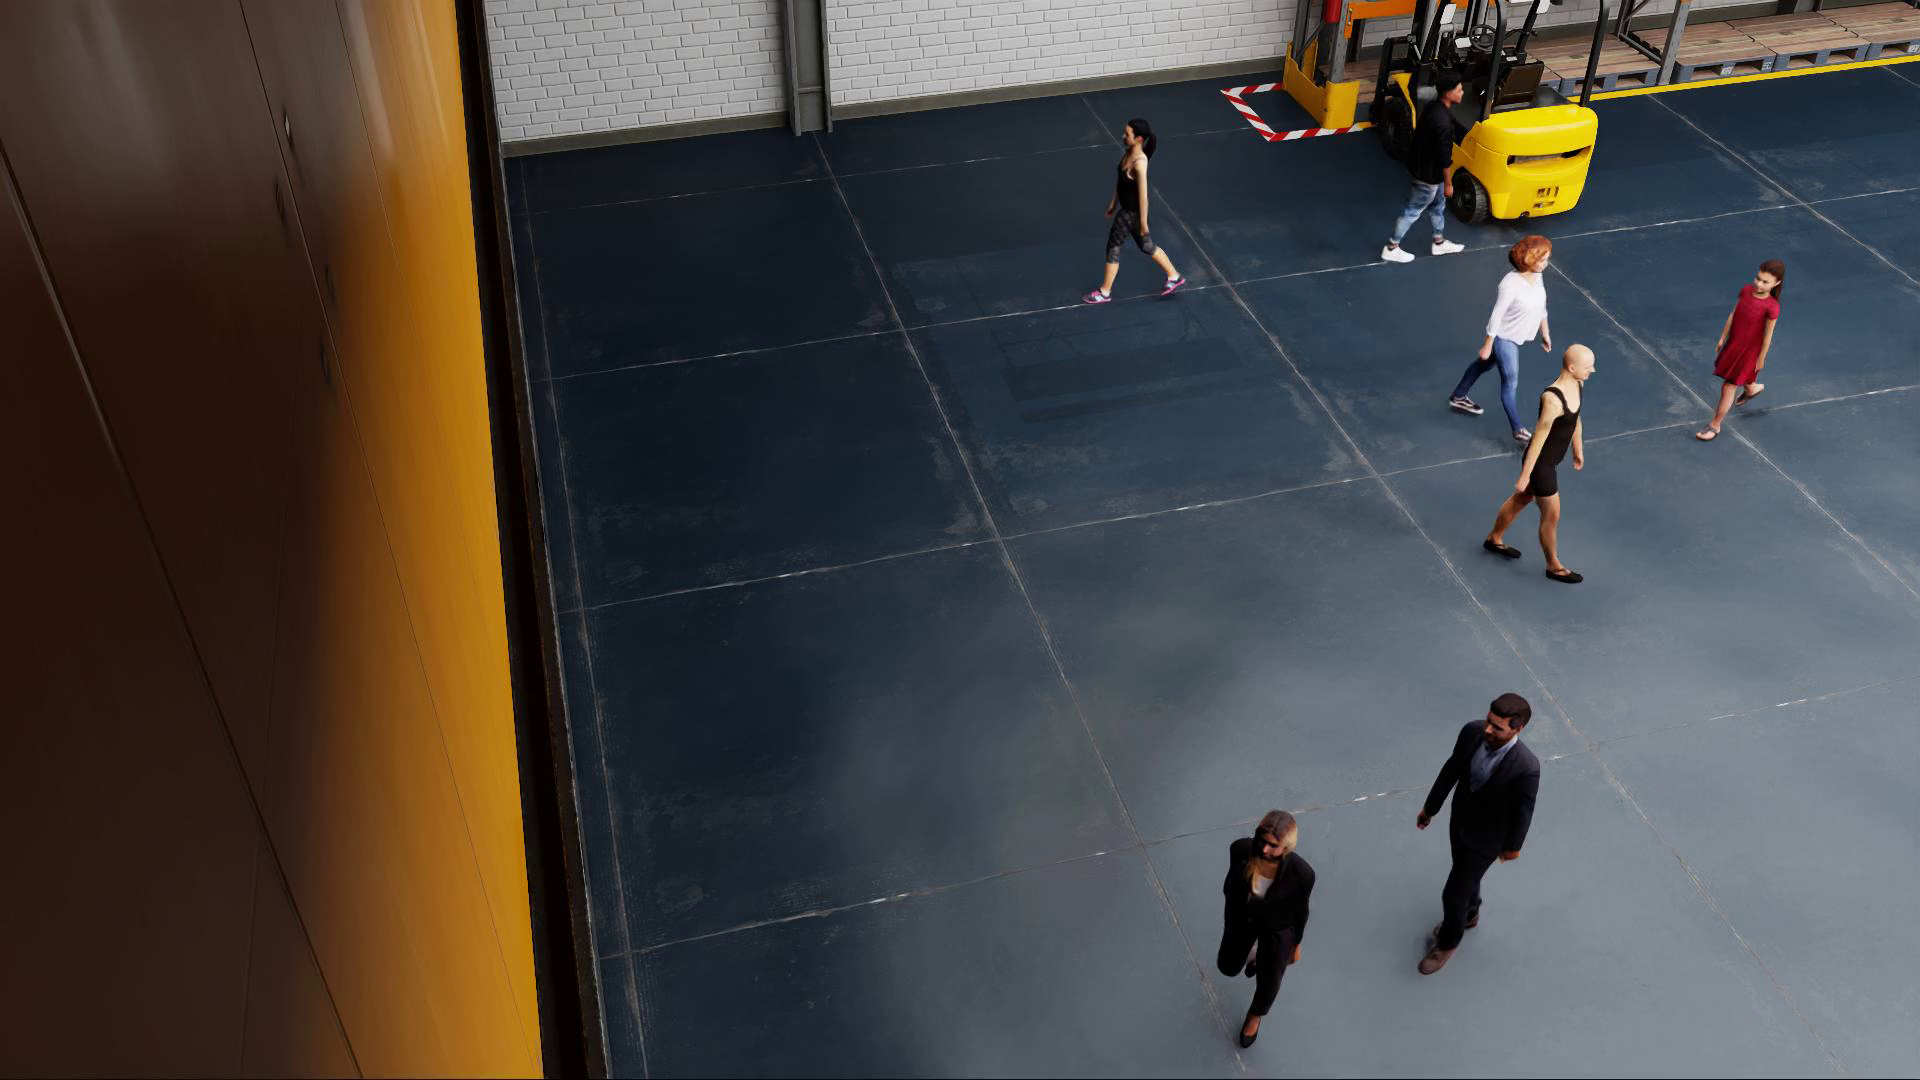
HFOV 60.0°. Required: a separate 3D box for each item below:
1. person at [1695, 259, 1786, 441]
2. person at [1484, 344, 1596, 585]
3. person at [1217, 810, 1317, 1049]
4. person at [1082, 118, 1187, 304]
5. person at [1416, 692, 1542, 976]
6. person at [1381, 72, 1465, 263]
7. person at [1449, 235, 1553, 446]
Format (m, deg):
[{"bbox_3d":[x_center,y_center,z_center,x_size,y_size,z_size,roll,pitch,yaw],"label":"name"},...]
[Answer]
[{"bbox_3d":[6.036,-1.498,12.723,0.984,1.525,0.638,-12,40,-15],"label":"person"},{"bbox_3d":[3.895,-0.577,11.358,1.072,1.789,1.033,23,44,26],"label":"person"},{"bbox_3d":[1.561,1.897,8.364,0.825,1.660,0.884,20,43,23],"label":"person"},{"bbox_3d":[1.575,-2.788,14.209,1.183,1.687,0.731,-1,39,-2],"label":"person"},{"bbox_3d":[2.783,1.465,8.753,0.835,1.850,0.726,-18,42,-21],"label":"person"},{"bbox_3d":[4.053,-3.273,14.740,1.105,1.783,0.932,6,39,8],"label":"person"},{"bbox_3d":[4.103,-1.601,12.735,1.084,1.671,1.153,28,46,30],"label":"person"}]
